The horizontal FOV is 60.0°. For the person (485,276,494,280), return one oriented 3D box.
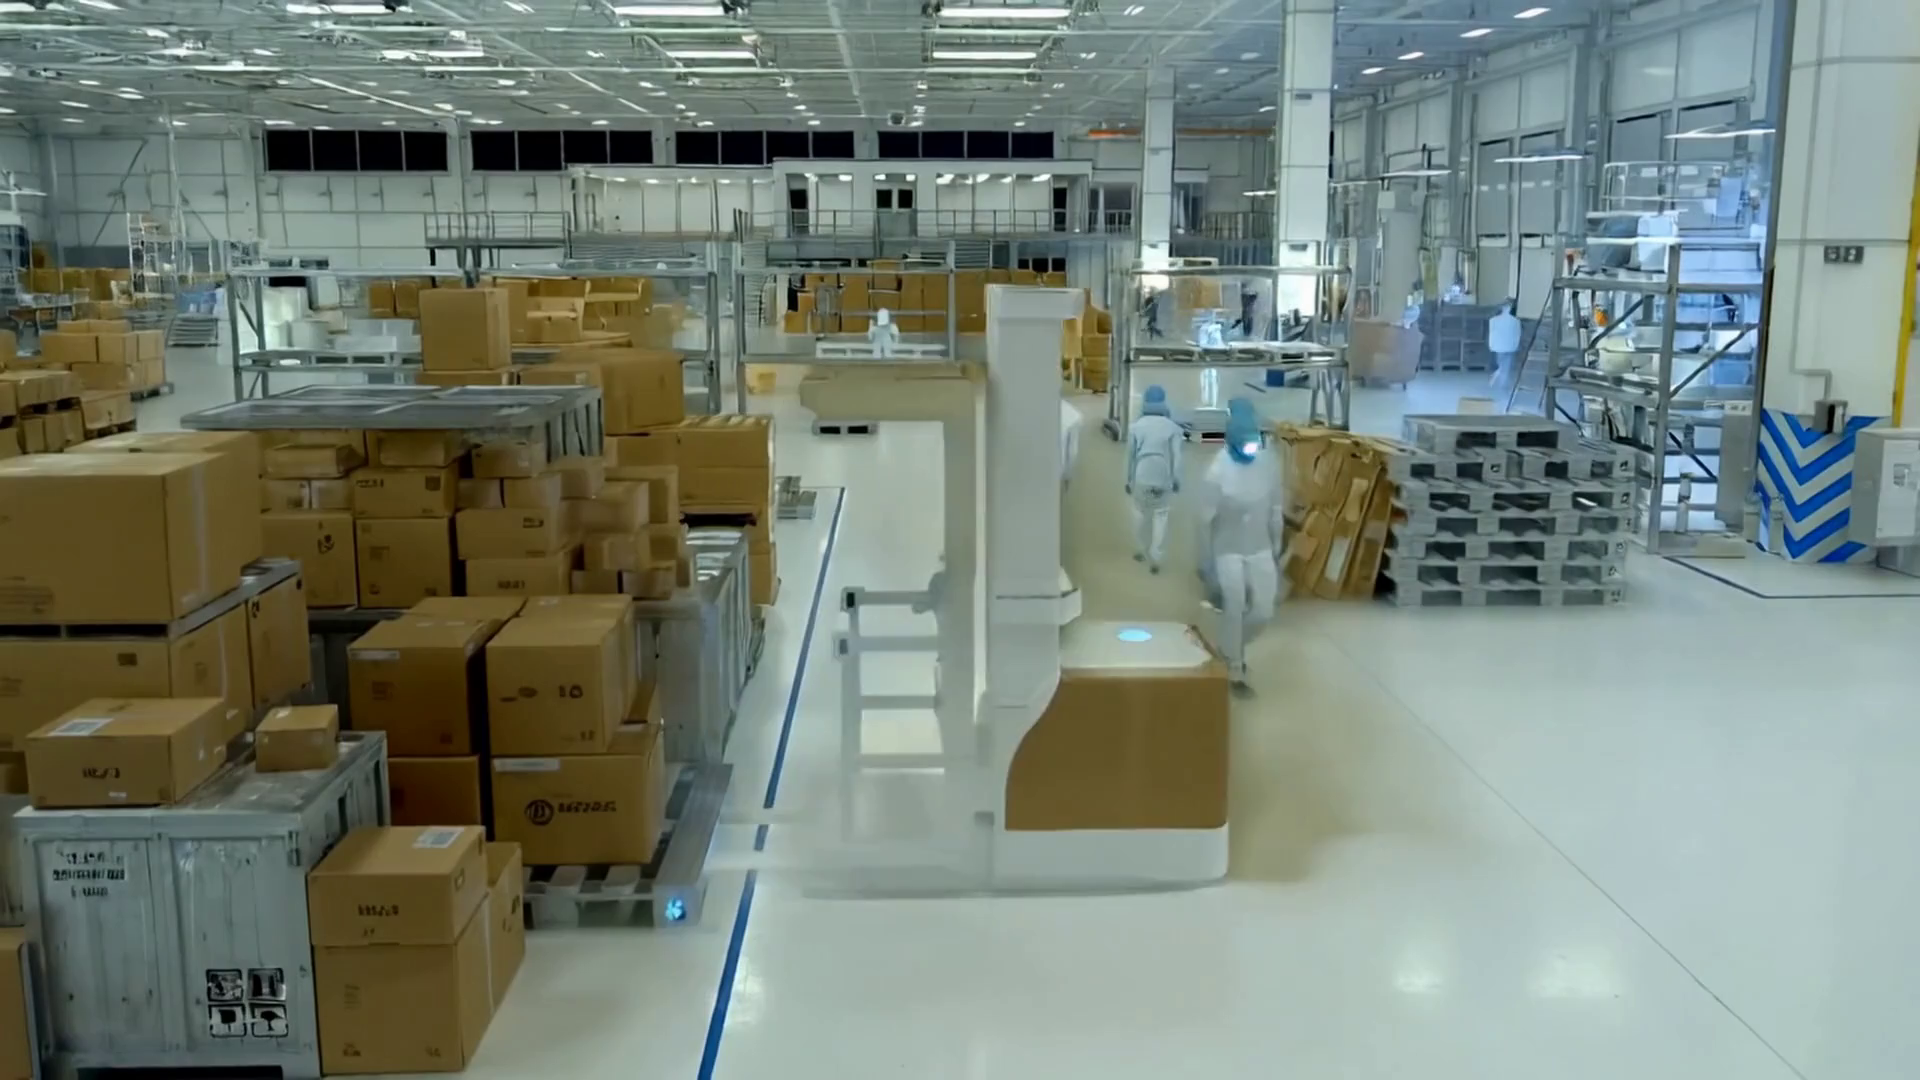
[{"bbox_3d":[-16.353,-8.349,57.830,0.709,2.000,0.974,2,10,11],"label":"person"}]

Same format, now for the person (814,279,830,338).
[{"bbox_3d":[-4.344,-7.271,52.307,0.533,1.868,0.310,1,10,8],"label":"person"}]

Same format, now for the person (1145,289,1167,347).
[{"bbox_3d":[5.693,-6.433,48.171,0.599,1.678,0.535,-2,10,-11],"label":"person"}]

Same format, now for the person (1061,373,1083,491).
[{"bbox_3d":[0.737,-0.591,15.018,0.719,1.896,0.635,-1,10,-5],"label":"person"}]

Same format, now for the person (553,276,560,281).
[{"bbox_3d":[-14.501,-8.685,60.021,0.587,1.927,0.367,7,12,33],"label":"person"}]

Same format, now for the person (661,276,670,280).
[{"bbox_3d":[-9.385,-7.453,52.949,1.001,1.995,0.634,10,14,43],"label":"person"}]

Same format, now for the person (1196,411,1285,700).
[{"bbox_3d":[1.865,0.098,11.092,0.651,1.927,0.472,-3,11,-16],"label":"person"}]

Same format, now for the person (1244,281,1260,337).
[{"bbox_3d":[9.126,-7.188,51.964,0.631,1.823,0.634,-7,12,-35],"label":"person"}]

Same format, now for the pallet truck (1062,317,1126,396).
[{"bbox_3d":[2.483,-3.881,33.060,1.885,1.965,0.823,-7,13,-36],"label":"pallet truck"}]

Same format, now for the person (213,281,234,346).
[{"bbox_3d":[-21.292,-6.503,47.940,0.556,1.899,0.910,7,12,34],"label":"person"}]

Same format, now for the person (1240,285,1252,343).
[{"bbox_3d":[8.533,-6.734,49.622,0.330,1.761,0.536,-3,11,-16],"label":"person"}]

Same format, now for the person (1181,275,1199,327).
[{"bbox_3d":[8.181,-8.522,59.051,0.637,1.939,0.859,-10,14,-43],"label":"person"}]

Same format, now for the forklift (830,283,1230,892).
[{"bbox_3d":[0.315,0.172,8.022,1.873,2.768,1.129,0,10,-2],"label":"forklift"}]

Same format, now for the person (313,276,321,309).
[{"bbox_3d":[-25.269,-9.574,65.425,0.309,1.769,0.524,-7,12,-35],"label":"person"}]

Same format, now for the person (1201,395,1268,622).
[{"bbox_3d":[2.128,-0.246,13.291,0.541,1.822,0.759,-10,14,-43],"label":"person"}]

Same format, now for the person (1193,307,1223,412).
[{"bbox_3d":[4.395,-3.168,29.403,0.355,1.885,0.575,-6,12,-30],"label":"person"}]

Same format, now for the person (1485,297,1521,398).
[{"bbox_3d":[10.523,-3.716,32.200,0.589,1.977,0.619,-8,13,-38],"label":"person"}]

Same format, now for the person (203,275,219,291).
[{"bbox_3d":[-26.180,-8.304,58.081,0.613,1.856,0.803,0,10,1],"label":"person"}]

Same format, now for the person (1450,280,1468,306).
[{"bbox_3d":[15.298,-7.029,50.944,0.607,1.868,1.004,-1,10,-7],"label":"person"}]

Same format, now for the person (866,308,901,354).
[{"bbox_3d":[-1.391,-3.279,30.153,0.621,1.841,0.429,1,10,5],"label":"person"}]

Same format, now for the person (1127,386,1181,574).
[{"bbox_3d":[1.791,-0.572,15.432,0.503,1.697,0.870,1,10,3],"label":"person"}]

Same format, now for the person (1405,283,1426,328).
[{"bbox_3d":[12.827,-6.311,46.900,0.549,1.892,0.974,2,10,13],"label":"person"}]

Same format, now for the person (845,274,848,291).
[{"bbox_3d":[-3.860,-8.363,58.244,0.443,1.919,0.662,-5,11,-25],"label":"person"}]
